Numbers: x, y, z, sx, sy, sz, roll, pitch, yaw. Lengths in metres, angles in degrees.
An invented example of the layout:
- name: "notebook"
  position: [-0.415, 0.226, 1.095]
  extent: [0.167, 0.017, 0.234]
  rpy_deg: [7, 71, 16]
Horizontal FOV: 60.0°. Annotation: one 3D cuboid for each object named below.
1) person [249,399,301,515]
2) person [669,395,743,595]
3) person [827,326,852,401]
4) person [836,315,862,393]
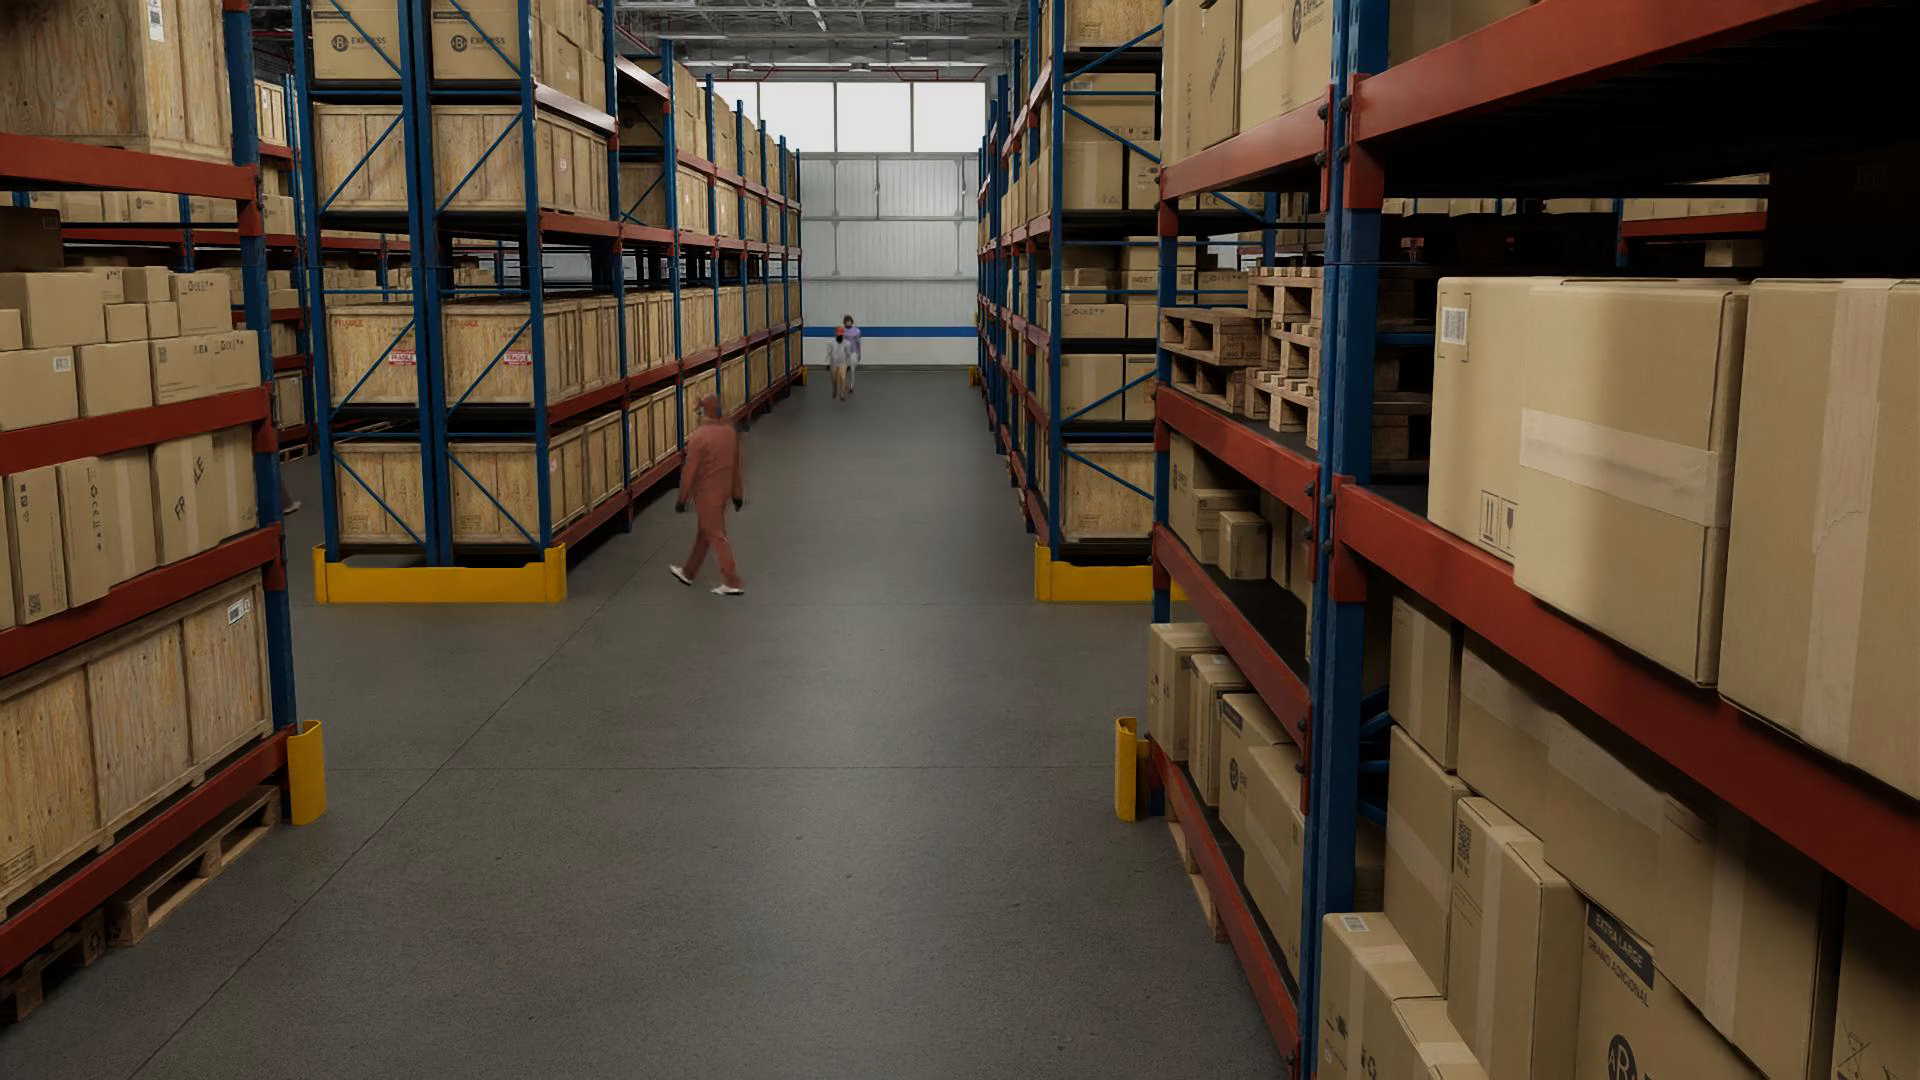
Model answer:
- name: "person"
  position: [-8.501, -1.183, 20.233]
  extent: [0.668, 1.863, 0.959]
  rpy_deg: [2, 9, 10]
- name: "person"
  position: [-2.424, -0.429, 15.604]
  extent: [0.972, 1.856, 0.650]
  rpy_deg: [4, 10, 25]
- name: "person"
  position: [-2.774, -4.063, 38.260]
  extent: [0.581, 1.733, 0.414]
  rpy_deg: [-1, 9, -5]
- name: "person"
  position: [-2.713, -4.540, 40.636]
  extent: [0.628, 1.926, 0.427]
  rpy_deg: [-2, 9, -12]
